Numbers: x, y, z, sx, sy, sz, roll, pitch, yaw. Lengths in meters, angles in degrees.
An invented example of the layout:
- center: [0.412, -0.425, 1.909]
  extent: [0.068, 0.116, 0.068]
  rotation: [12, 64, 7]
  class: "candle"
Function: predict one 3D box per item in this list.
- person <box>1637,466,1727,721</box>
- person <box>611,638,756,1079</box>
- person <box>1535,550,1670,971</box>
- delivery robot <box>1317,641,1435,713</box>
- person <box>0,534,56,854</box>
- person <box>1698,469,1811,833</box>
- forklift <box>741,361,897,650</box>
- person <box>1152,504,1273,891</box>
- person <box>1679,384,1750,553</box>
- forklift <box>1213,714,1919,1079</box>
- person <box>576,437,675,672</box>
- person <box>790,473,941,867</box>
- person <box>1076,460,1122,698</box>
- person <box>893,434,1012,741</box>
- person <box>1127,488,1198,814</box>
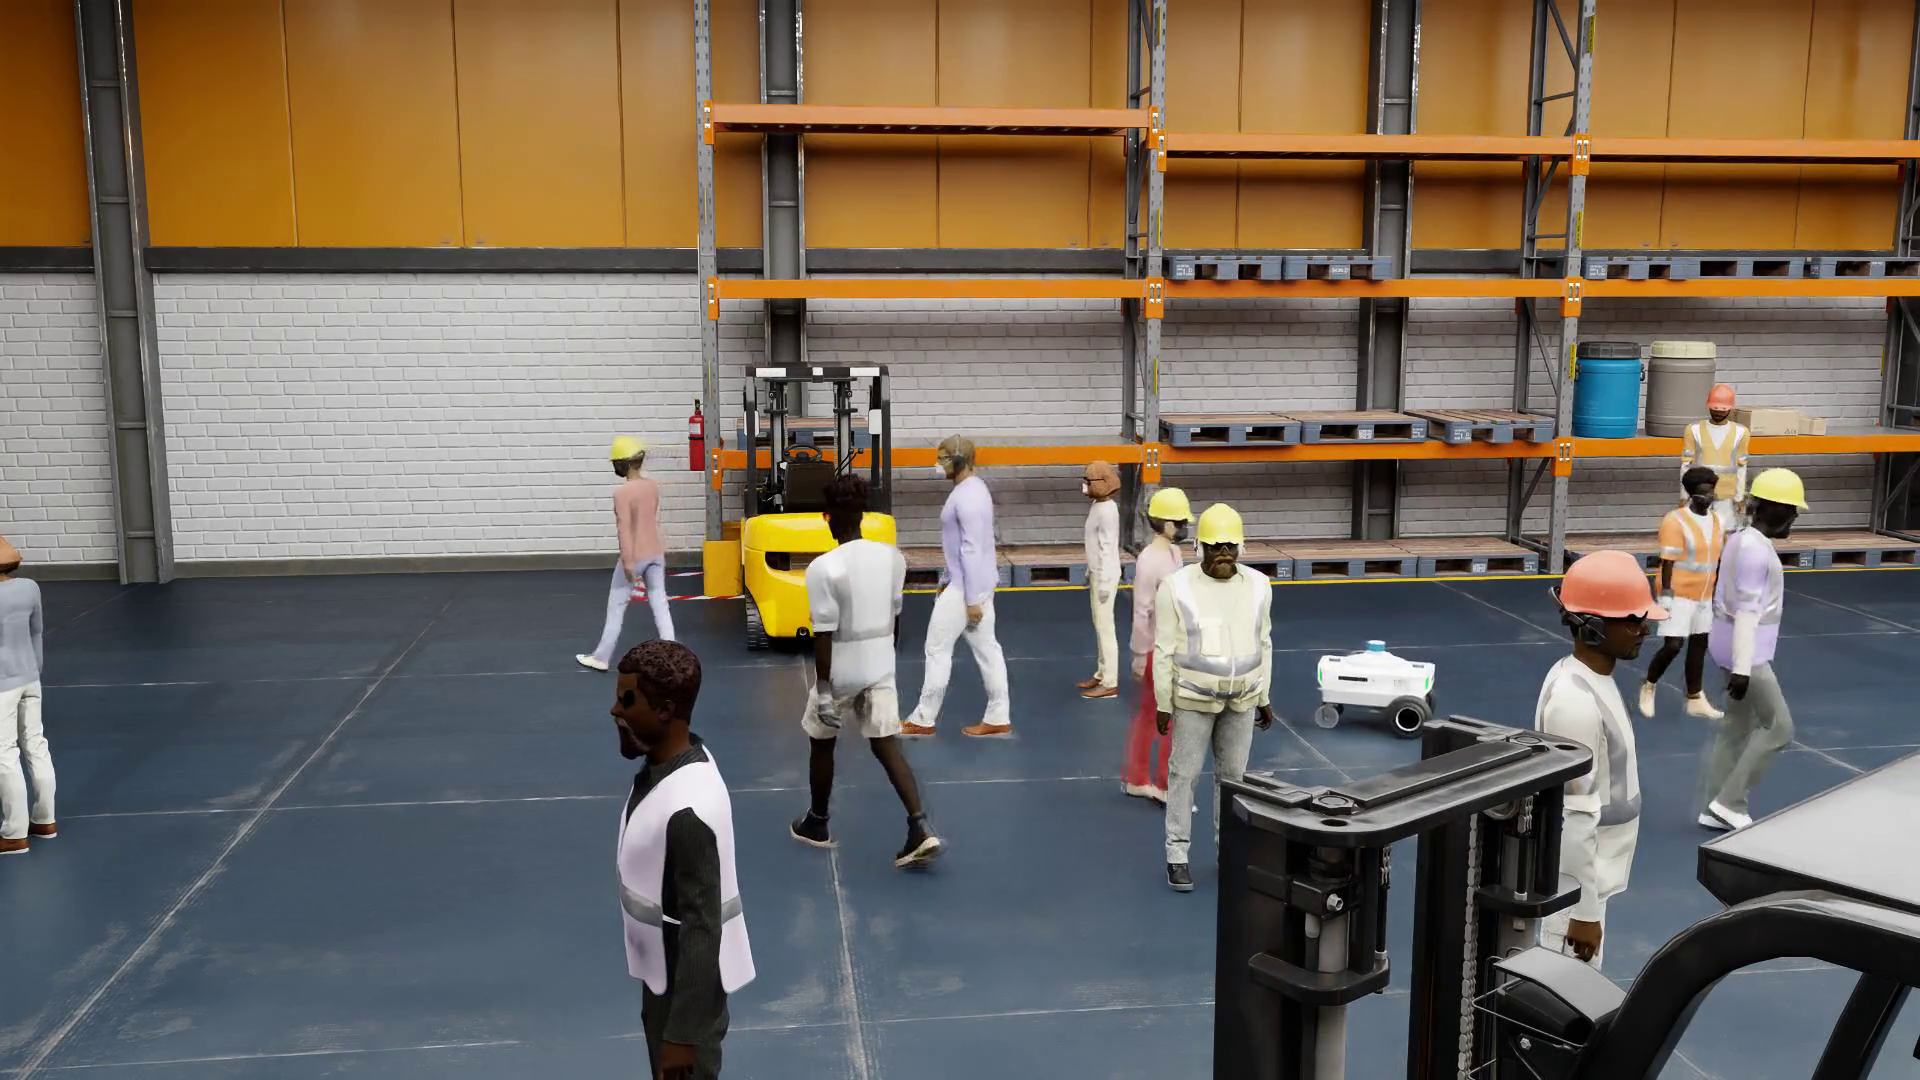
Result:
- center: [4.659, 0.343, 10.708]
  extent: [0.601, 1.679, 0.418]
  rotation: [-5, 10, -27]
  class: "person"
- center: [-0.767, 1.209, 4.555]
  extent: [0.393, 1.919, 0.589]
  rotation: [-3, 10, -17]
  class: "person"
- center: [1.970, 1.041, 5.218]
  extent: [0.374, 2.044, 0.607]
  rotation: [3, 10, 21]
  class: "person"
- center: [2.633, 0.882, 10.547]
  extent: [0.707, 0.478, 0.477]
  rotation: [3, 10, 20]
  class: "delivery robot"
- center: [-4.769, 0.751, 8.304]
  extent: [0.285, 1.633, 0.498]
  rotation: [1, 9, 9]
  class: "person"
- center: [4.052, 0.583, 8.501]
  extent: [0.478, 1.898, 0.613]
  rotation: [3, 10, 19]
  class: "person"
- center: [-1.154, -0.340, 13.365]
  extent: [1.214, 2.155, 2.313]
  rotation: [-1, 9, -7]
  class: "forklift"
- center: [1.197, 0.734, 7.798]
  extent: [0.600, 1.827, 0.404]
  rotation: [-2, 9, -13]
  class: "person"
- center: [6.605, -0.404, 14.594]
  extent: [0.542, 1.928, 0.377]
  rotation: [3, 10, 17]
  class: "person"
- center: [1.441, 1.425, 2.350]
  extent: [1.214, 2.155, 2.313]
  rotation: [-7, 12, -39]
  class: "forklift"
- center: [-2.385, 0.125, 11.938]
  extent: [0.861, 1.728, 0.530]
  rotation: [5, 10, 27]
  class: "person"
- center: [-0.480, 0.632, 8.135]
  extent: [0.606, 1.930, 0.970]
  rotation: [-8, 12, -40]
  class: "person"
- center: [0.955, 0.267, 11.352]
  extent: [0.283, 1.630, 0.495]
  rotation: [0, 9, -2]
  class: "person"
- center: [-0.082, 0.300, 10.266]
  extent: [0.899, 1.901, 0.628]
  rotation: [1, 9, 8]
  class: "person"
- center: [1.154, 0.590, 8.966]
  extent: [0.594, 1.749, 0.527]
  rotation: [4, 10, 21]
  class: "person"
